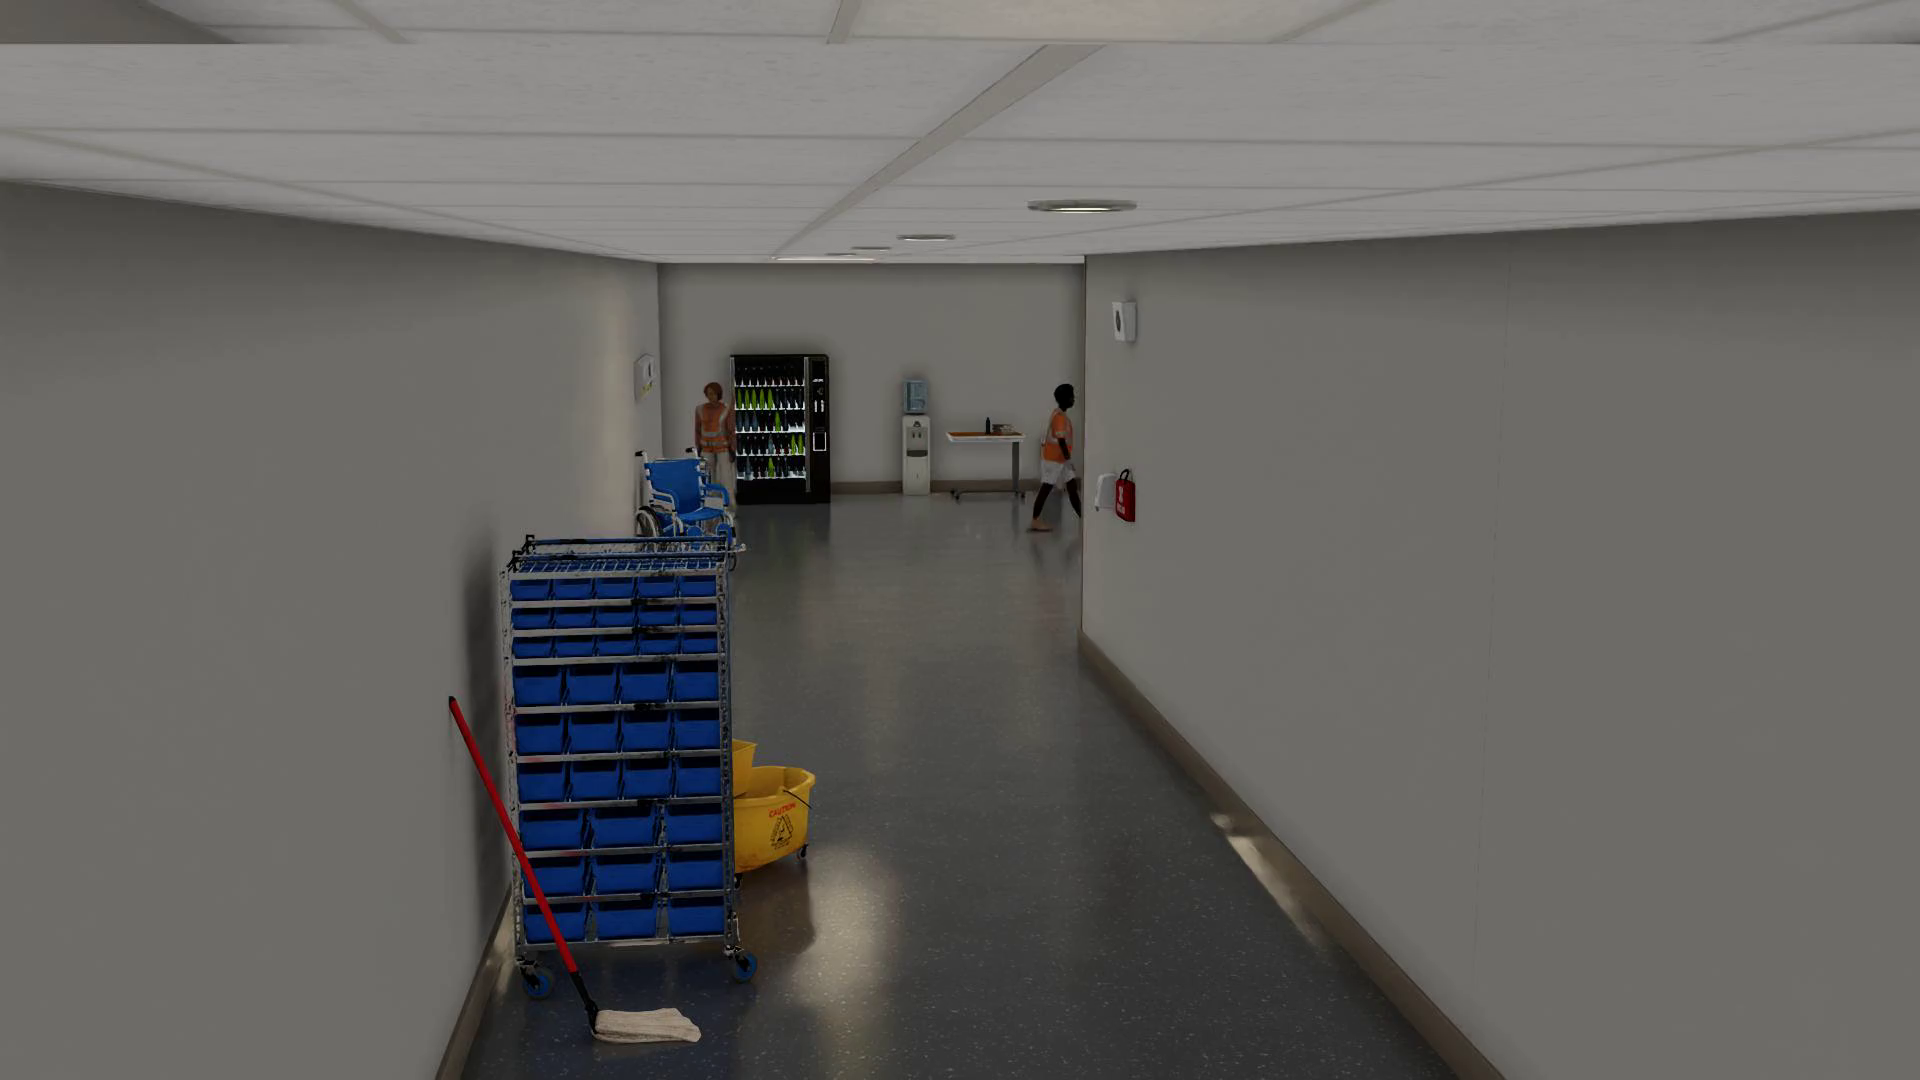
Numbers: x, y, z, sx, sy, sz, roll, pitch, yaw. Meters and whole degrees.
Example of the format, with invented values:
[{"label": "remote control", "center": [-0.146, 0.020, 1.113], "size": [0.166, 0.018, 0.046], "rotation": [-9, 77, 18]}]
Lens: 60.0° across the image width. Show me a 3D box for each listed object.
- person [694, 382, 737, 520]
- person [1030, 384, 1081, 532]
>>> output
[{"label": "person", "center": [-2.866, -1.043, 19.540], "size": [0.520, 1.625, 0.319], "rotation": [3, 9, 16]}, {"label": "person", "center": [1.176, -0.905, 18.541], "size": [0.846, 1.653, 0.547], "rotation": [2, 9, 14]}]
